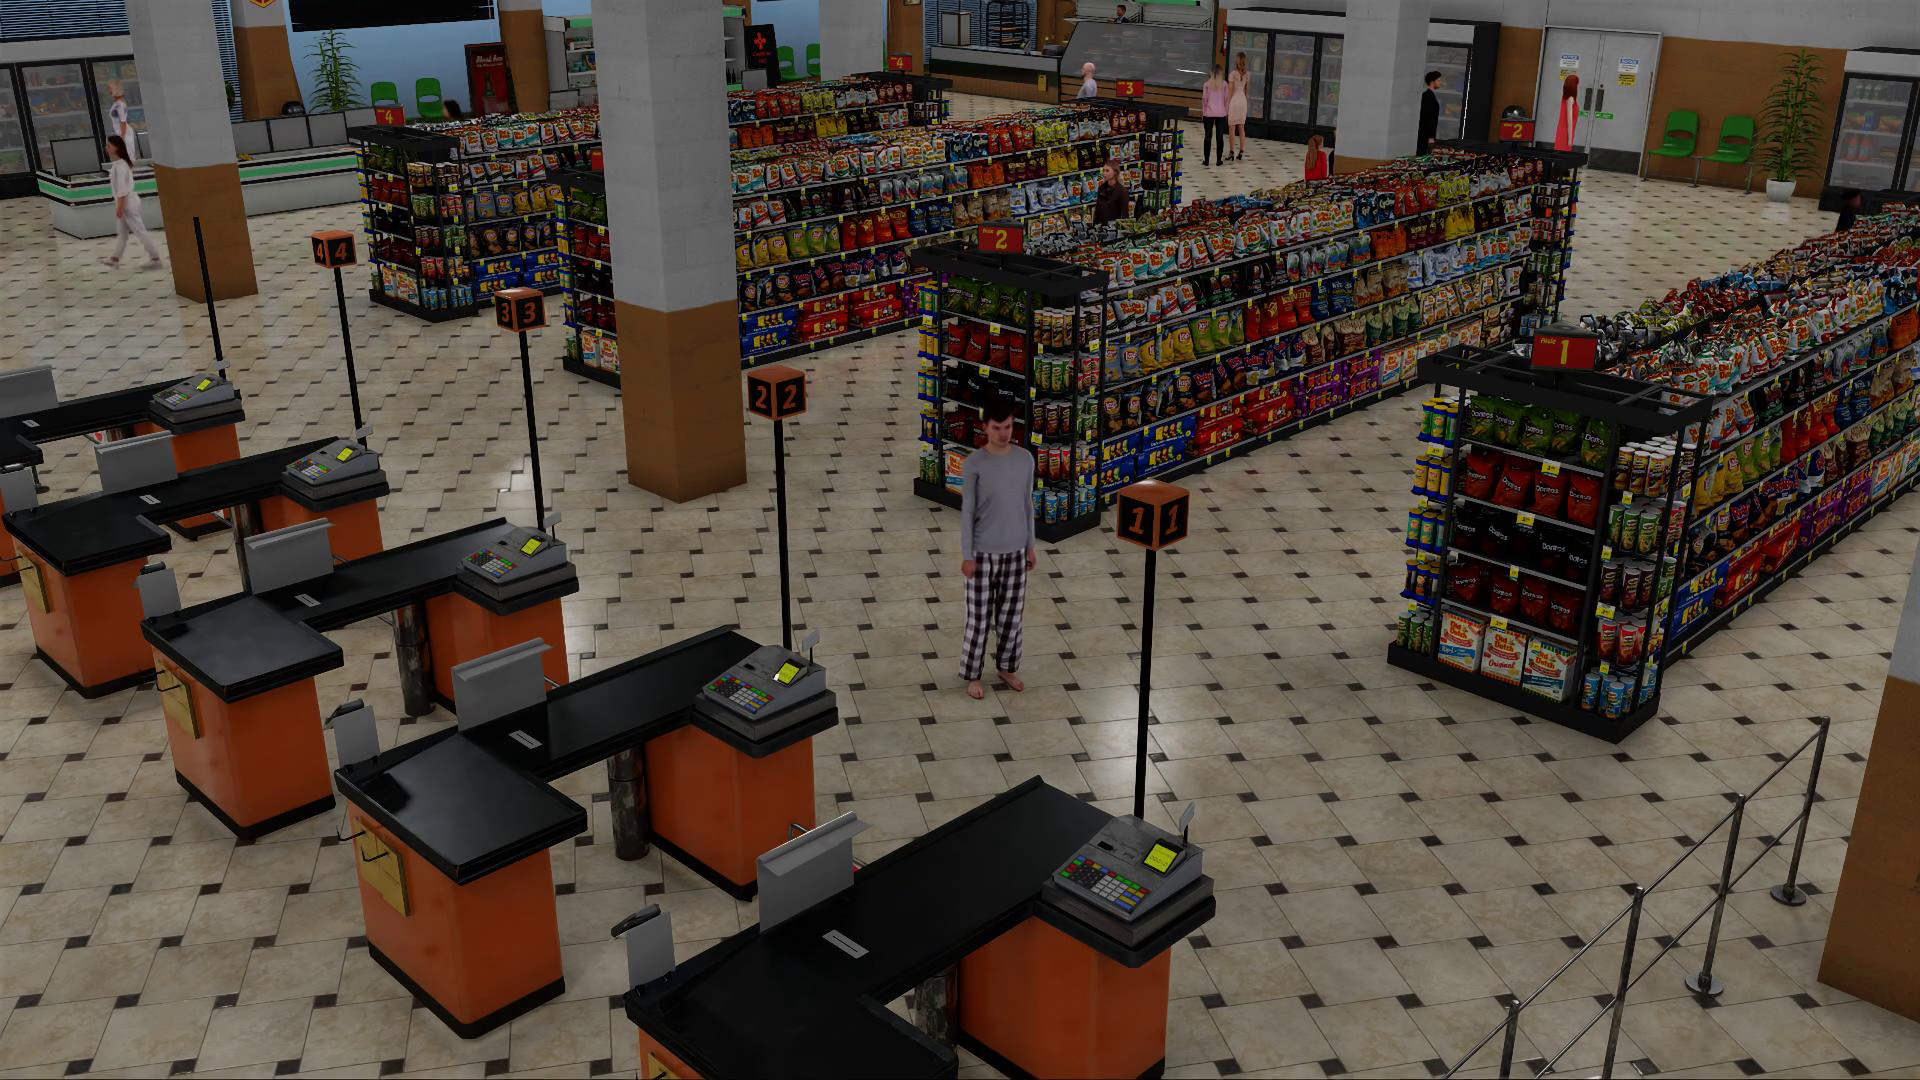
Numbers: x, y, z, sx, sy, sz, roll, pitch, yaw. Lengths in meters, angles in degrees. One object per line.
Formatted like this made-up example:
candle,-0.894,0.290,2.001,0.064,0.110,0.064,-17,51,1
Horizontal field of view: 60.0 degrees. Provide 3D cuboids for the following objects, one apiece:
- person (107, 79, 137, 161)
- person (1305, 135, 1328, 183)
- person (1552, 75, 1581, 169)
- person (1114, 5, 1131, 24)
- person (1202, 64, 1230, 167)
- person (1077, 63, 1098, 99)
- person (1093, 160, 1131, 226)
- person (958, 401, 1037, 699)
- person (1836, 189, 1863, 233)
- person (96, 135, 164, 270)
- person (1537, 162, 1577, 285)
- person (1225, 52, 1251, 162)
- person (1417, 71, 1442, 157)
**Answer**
person,-12.984,-6.278,25.863,0.614,1.751,0.631,-10,24,-23
person,5.011,-5.077,23.504,0.488,1.281,0.472,20,29,41
person,9.328,-6.239,25.664,0.728,1.827,0.646,2,22,5
person,3.717,-11.425,38.515,0.614,1.868,0.569,20,29,41
person,4.348,-7.255,28.379,0.687,1.688,0.728,2,22,6
person,2.079,-6.888,27.264,0.822,1.838,0.737,3,22,6
person,1.720,-3.472,18.943,0.612,1.704,0.491,19,29,39
person,0.222,0.046,9.995,0.623,1.847,0.764,-8,23,-19
person,10.355,-3.513,19.664,0.845,1.242,0.888,6,23,15
person,-10.331,-4.195,20.806,1.059,1.656,0.830,-10,24,-24
person,6.821,-3.601,19.224,0.983,1.734,0.883,-4,22,-9
person,4.821,-7.527,28.864,0.559,1.830,0.695,-9,24,-21
person,7.177,-6.252,25.606,0.847,1.893,0.775,1,22,3
